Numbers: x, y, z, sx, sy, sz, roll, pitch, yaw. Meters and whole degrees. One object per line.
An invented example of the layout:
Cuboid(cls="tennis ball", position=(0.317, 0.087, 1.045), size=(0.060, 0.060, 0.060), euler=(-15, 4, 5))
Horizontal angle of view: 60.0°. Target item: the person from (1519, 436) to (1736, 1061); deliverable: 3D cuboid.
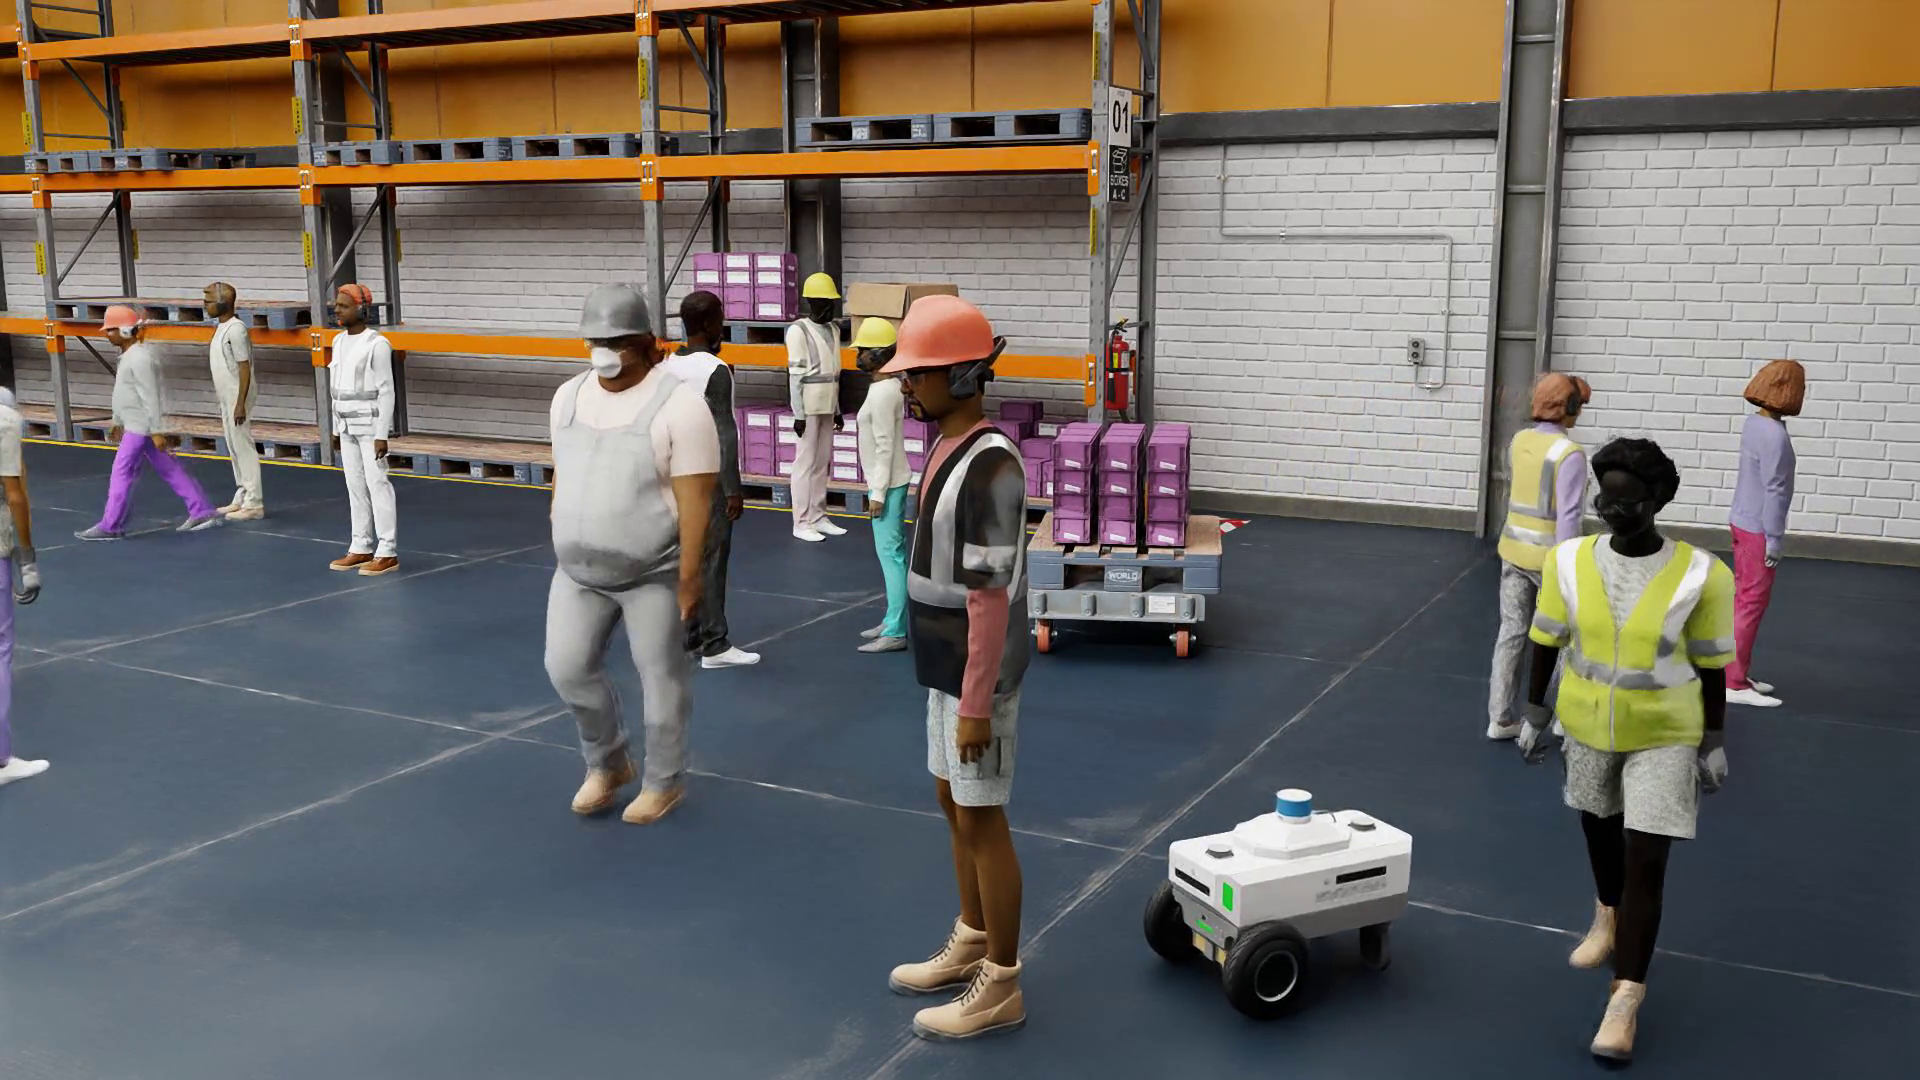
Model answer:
Cuboid(cls="person", position=(1.866, 0.525, 4.667), size=(0.559, 1.660, 0.803), euler=(9, 13, 39))

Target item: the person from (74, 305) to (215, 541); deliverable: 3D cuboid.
Cuboid(cls="person", position=(-5.976, -0.860, 12.136), size=(0.937, 1.699, 0.545), euler=(-6, 12, -28))

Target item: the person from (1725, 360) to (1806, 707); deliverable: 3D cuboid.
Cuboid(cls="person", position=(3.763, -0.034, 7.804), size=(0.282, 1.624, 0.494), euler=(2, 11, 12))

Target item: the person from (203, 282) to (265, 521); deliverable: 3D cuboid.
Cuboid(cls="person", position=(-5.621, -1.068, 12.867), size=(0.325, 1.842, 0.516), euler=(-7, 13, -35))

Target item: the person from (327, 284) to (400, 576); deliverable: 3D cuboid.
Cuboid(cls="person", position=(-3.895, -0.713, 10.813), size=(0.574, 1.884, 0.356), euler=(7, 13, 35))

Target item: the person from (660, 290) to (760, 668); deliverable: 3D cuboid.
Cuboid(cls="person", position=(-1.314, -0.305, 8.478), size=(0.391, 1.921, 0.593), euler=(-9, 14, -40))

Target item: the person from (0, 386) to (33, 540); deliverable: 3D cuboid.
Cuboid(cls="person", position=(-4.743, -0.134, 7.892), size=(0.527, 1.786, 0.984), euler=(-3, 11, -17))

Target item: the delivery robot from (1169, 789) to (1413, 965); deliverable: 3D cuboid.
Cuboid(cls="delivery robot", position=(0.982, 0.981, 4.914), size=(0.707, 0.478, 0.477), euler=(-5, 11, -25))

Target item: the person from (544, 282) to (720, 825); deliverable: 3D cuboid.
Cuboid(cls="person", position=(-1.238, 0.060, 6.142), size=(0.710, 2.000, 0.536), euler=(4, 11, 20))

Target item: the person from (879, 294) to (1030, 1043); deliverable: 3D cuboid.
Cuboid(cls="person", position=(-0.017, 0.353, 4.569), size=(0.401, 2.035, 0.602), euler=(-2, 11, -12))

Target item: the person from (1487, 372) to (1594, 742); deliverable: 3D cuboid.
Cuboid(cls="person", position=(2.575, 0.089, 7.160), size=(0.614, 1.614, 0.509), euler=(-3, 11, -17))

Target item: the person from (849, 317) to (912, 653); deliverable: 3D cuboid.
Cuboid(cls="person", position=(-0.418, -0.286, 8.791), size=(0.323, 1.769, 0.523), euler=(1, 10, 3))

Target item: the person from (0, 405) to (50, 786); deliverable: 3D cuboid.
Cuboid(cls="person", position=(-3.946, 0.071, 6.608), size=(0.541, 1.860, 0.364), euler=(0, 10, 2))

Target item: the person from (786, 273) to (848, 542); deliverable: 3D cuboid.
Cuboid(cls="person", position=(-1.023, -0.963, 12.059), size=(0.386, 1.928, 0.589), euler=(5, 12, 27))
